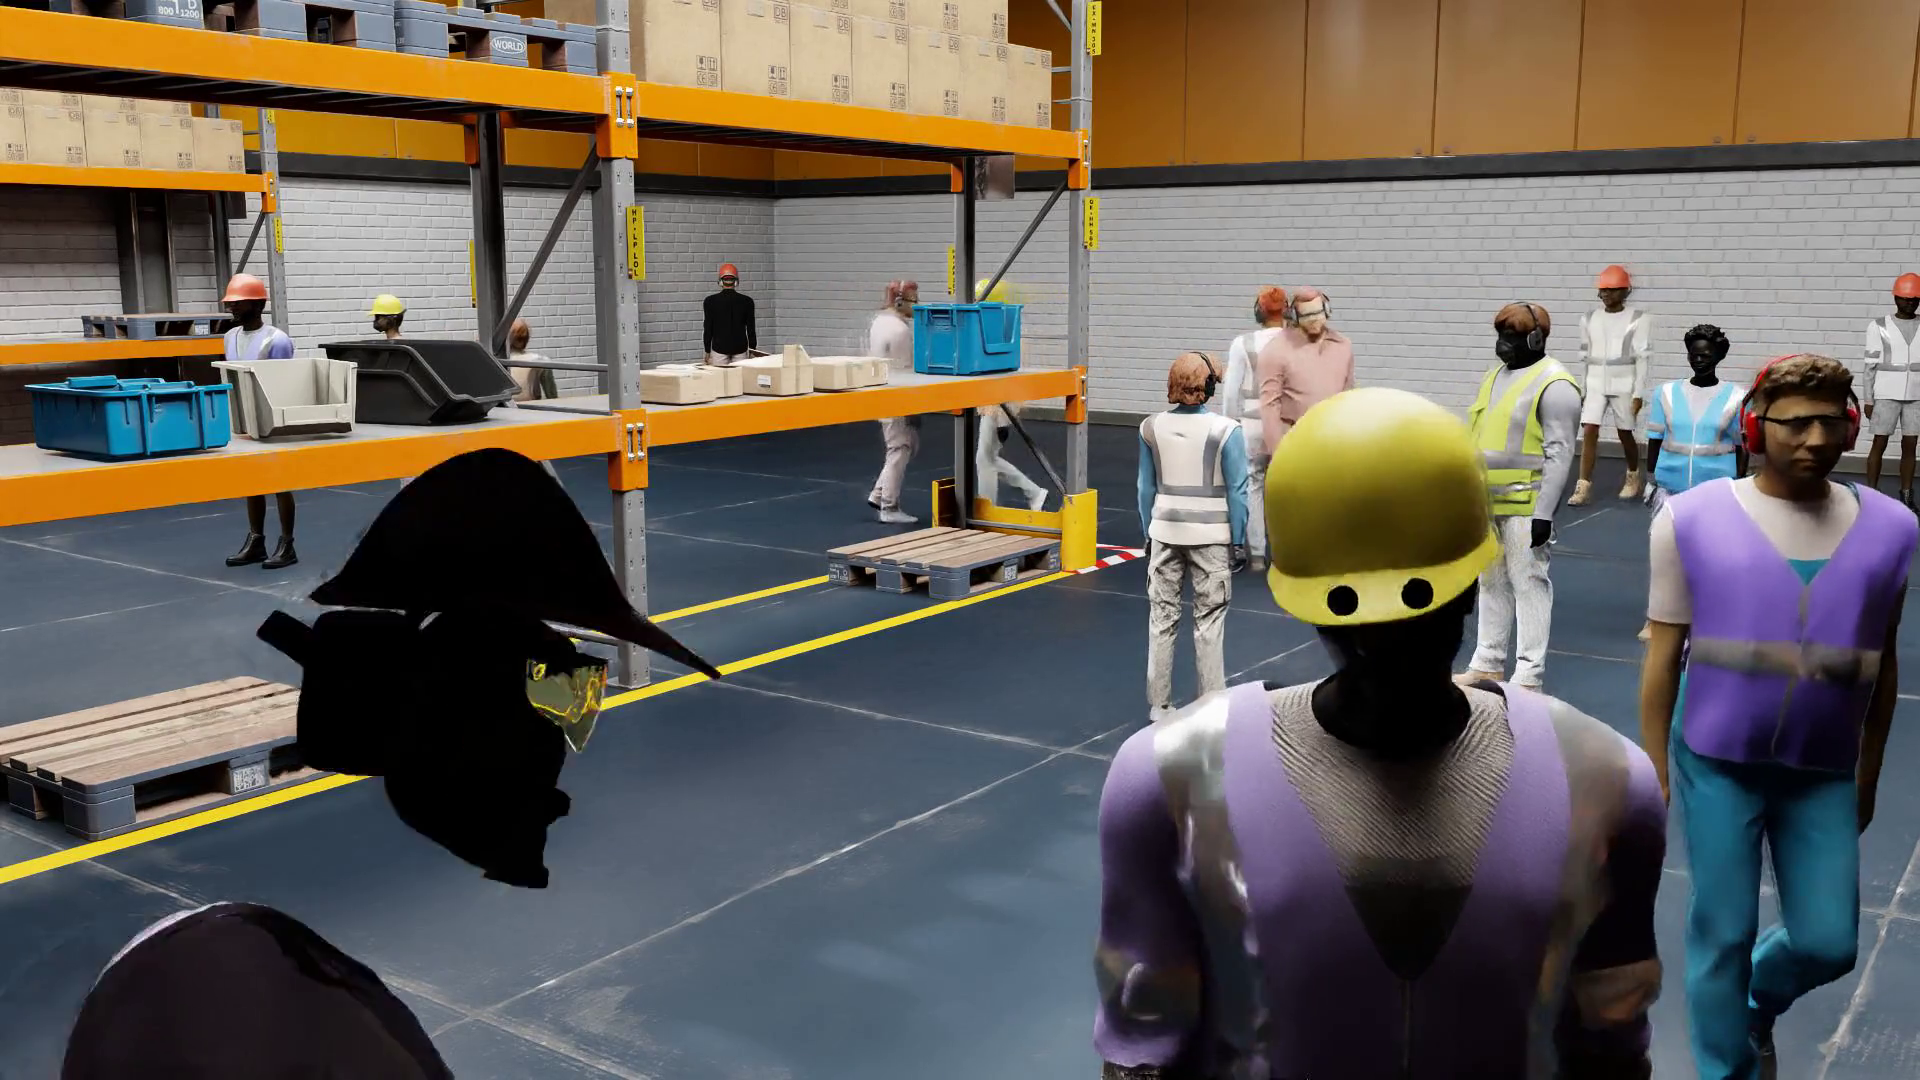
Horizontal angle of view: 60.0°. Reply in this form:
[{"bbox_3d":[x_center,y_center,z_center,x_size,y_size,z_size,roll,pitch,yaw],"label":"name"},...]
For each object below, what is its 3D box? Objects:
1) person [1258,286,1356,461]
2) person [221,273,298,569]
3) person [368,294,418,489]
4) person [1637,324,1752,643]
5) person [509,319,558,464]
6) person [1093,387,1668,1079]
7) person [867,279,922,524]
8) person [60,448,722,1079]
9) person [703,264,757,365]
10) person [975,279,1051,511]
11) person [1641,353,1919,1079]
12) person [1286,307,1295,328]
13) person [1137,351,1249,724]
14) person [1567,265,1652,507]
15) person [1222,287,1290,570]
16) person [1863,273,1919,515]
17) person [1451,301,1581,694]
[{"bbox_3d":[2.150,-0.572,9.967,0.714,1.868,0.660,-3,10,-19],"label":"person"},{"bbox_3d":[-4.627,-0.774,10.950,0.543,1.939,0.370,4,10,23],"label":"person"},{"bbox_3d":[-4.343,-0.997,12.789,0.321,1.769,0.523,-5,11,-25],"label":"person"},{"bbox_3d":[3.850,-0.277,8.710,0.533,1.697,0.319,6,11,32],"label":"person"},{"bbox_3d":[-3.190,-0.804,12.155,0.522,1.596,0.825,0,10,-1],"label":"person"},{"bbox_3d":[0.442,0.787,1.789,0.597,1.893,0.463,0,10,0],"label":"person"},{"bbox_3d":[-0.464,-1.043,12.739,0.414,1.881,0.685,-3,10,-16],"label":"person"},{"bbox_3d":[-0.451,0.884,0.981,1.026,1.994,0.608,-4,10,-22],"label":"person"},{"bbox_3d":[-2.678,-2.211,19.374,0.615,1.989,0.402,-3,10,-15],"label":"person"},{"bbox_3d":[0.319,-0.956,12.171,0.642,1.893,0.632,-2,10,-10],"label":"person"},{"bbox_3d":[1.785,0.494,3.719,0.571,1.829,0.496,1,10,6],"label":"person"},{"bbox_3d":[3.267,-1.433,15.868,0.308,1.612,0.598,5,11,29],"label":"person"},{"bbox_3d":[0.997,0.012,7.161,0.511,1.641,0.307,6,11,33],"label":"person"},{"bbox_3d":[5.463,-1.290,13.897,0.622,1.993,1.079,9,13,42],"label":"person"},{"bbox_3d":[2.011,-0.701,10.801,0.613,1.851,0.553,-1,10,-6],"label":"person"},{"bbox_3d":[7.499,-1.155,13.266,0.540,1.930,0.377,2,10,12],"label":"person"},{"bbox_3d":[2.517,-0.162,7.597,0.429,1.844,0.627,-3,10,-17],"label":"person"}]
